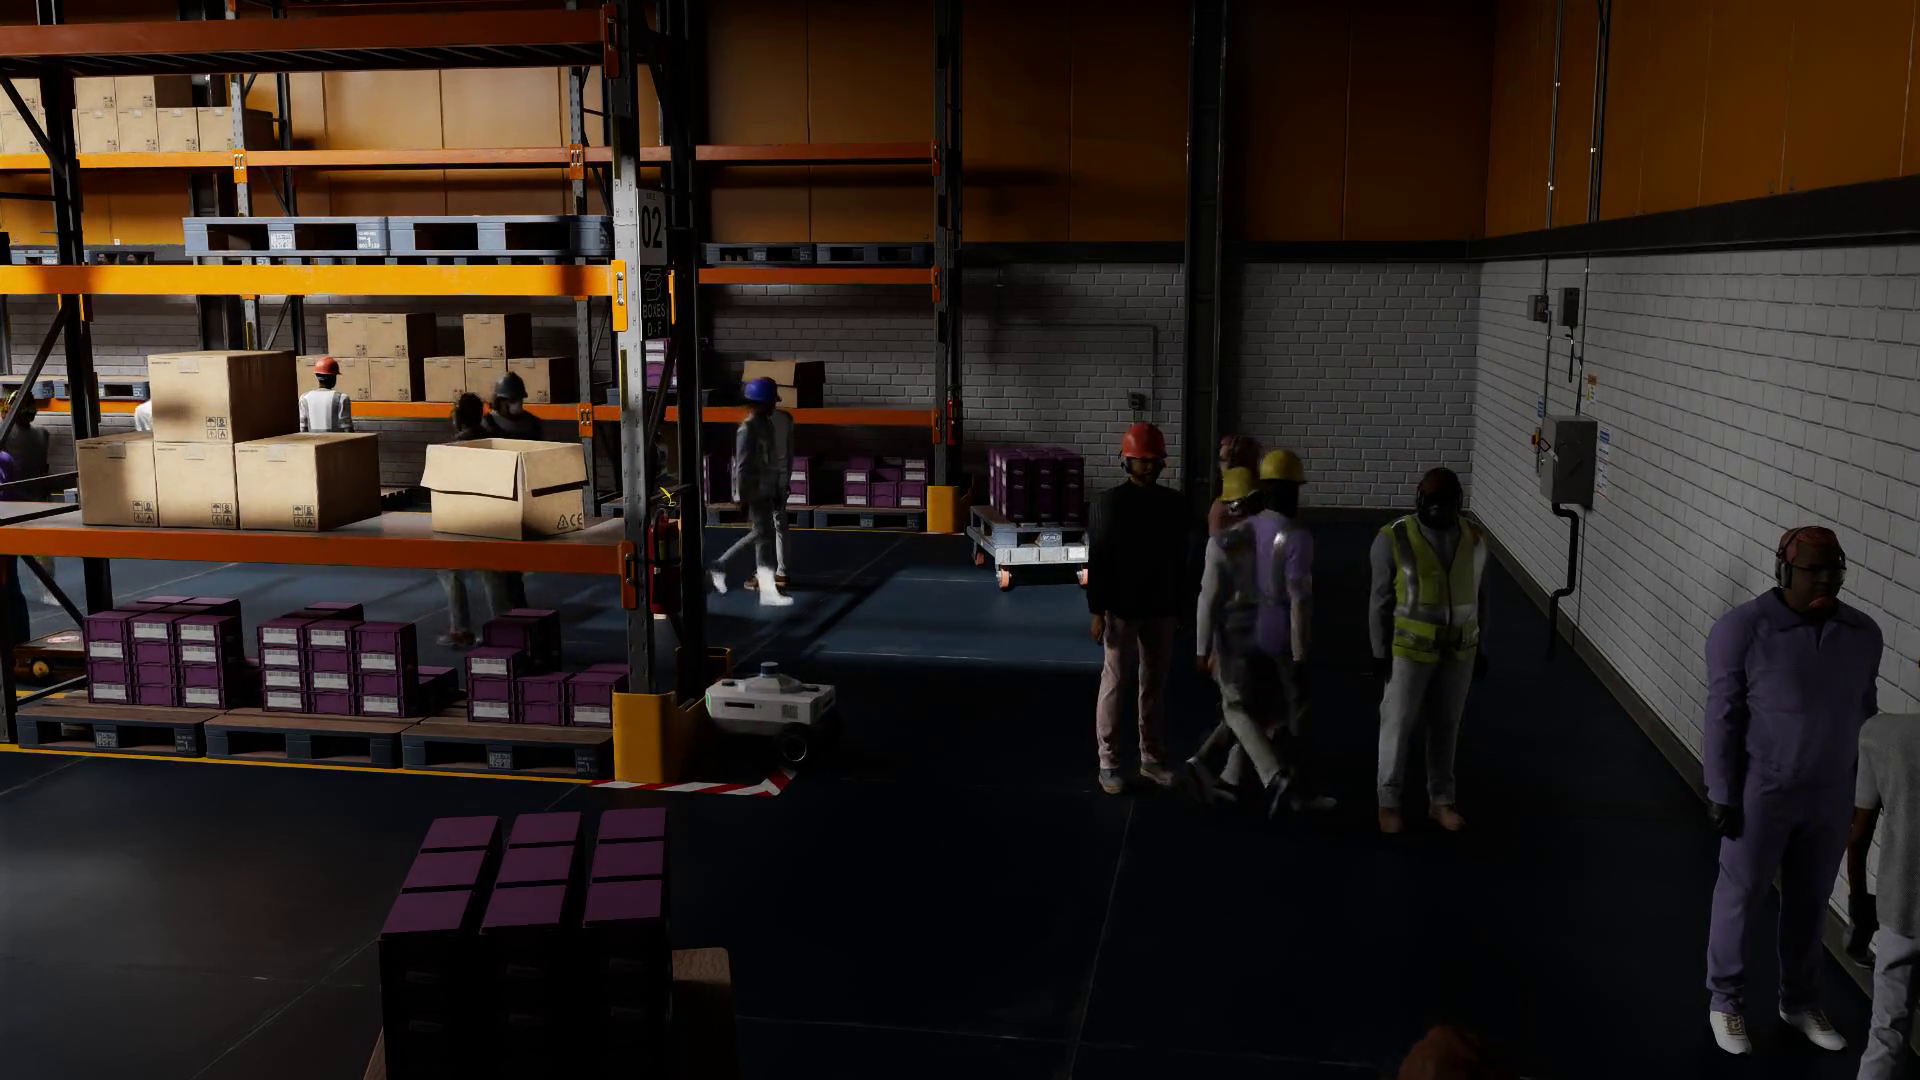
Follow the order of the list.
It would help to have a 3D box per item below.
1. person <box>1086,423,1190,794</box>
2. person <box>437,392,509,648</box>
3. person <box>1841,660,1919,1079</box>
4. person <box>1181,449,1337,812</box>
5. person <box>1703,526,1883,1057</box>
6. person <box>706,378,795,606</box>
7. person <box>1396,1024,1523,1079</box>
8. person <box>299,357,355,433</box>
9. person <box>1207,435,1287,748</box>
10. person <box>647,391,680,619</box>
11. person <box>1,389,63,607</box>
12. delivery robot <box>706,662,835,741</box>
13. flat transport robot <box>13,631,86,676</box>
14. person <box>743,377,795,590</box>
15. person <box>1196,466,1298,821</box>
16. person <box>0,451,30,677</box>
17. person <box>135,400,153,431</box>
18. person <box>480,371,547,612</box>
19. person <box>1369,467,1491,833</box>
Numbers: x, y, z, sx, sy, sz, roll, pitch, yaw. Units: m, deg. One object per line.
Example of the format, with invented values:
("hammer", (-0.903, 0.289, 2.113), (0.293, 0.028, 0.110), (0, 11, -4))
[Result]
("person", (0.970, 0.363, 8.976), (0.618, 1.994, 0.383), (-4, 10, -24))
("person", (-3.642, -0.132, 12.280), (0.678, 1.914, 0.650), (4, 10, 25))
("person", (2.765, 1.116, 4.692), (0.324, 1.871, 0.526), (-7, 11, -36))
("person", (1.553, 0.485, 8.549), (0.765, 1.900, 0.603), (-5, 11, -29))
("person", (2.983, 0.894, 5.954), (0.643, 1.909, 0.410), (-1, 9, -6))
("person", (-1.784, -0.406, 13.973), (0.741, 1.923, 0.610), (1, 9, 7))
("person", (0.762, 1.543, 2.849), (0.509, 1.615, 0.632), (-2, 9, -13))
("person", (-6.422, -0.892, 16.973), (0.560, 1.925, 0.403), (1, 9, 5))
("person", (1.653, 0.344, 9.466), (0.644, 1.889, 0.572), (-8, 12, -41))
("person", (-2.479, -0.283, 13.462), (0.429, 1.844, 0.626), (2, 9, 12))
("person", (-7.908, -0.362, 13.986), (0.852, 1.845, 0.538), (5, 11, 30))
("delivery robot", (-1.088, 0.942, 9.544), (0.707, 0.478, 0.477), (3, 9, 15))
("flat transport robot", (-5.920, 0.795, 11.619), (1.431, 0.197, 0.652), (1, 9, 8))
("person", (-1.697, -0.494, 14.640), (0.355, 1.882, 0.576), (7, 12, 38))
("person", (1.541, 0.535, 8.557), (0.632, 1.793, 0.783), (-5, 10, -27))
("person", (-6.661, 0.035, 11.502), (0.377, 1.839, 0.563), (-1, 9, -6))
("person", (-7.861, -0.776, 16.539), (0.558, 1.852, 0.912), (-5, 11, -29))
("person", (-3.682, -0.393, 13.522), (0.796, 2.000, 0.685), (7, 12, 38))
("person", (2.348, 0.551, 8.292), (0.630, 1.840, 0.429), (-1, 9, -7))
